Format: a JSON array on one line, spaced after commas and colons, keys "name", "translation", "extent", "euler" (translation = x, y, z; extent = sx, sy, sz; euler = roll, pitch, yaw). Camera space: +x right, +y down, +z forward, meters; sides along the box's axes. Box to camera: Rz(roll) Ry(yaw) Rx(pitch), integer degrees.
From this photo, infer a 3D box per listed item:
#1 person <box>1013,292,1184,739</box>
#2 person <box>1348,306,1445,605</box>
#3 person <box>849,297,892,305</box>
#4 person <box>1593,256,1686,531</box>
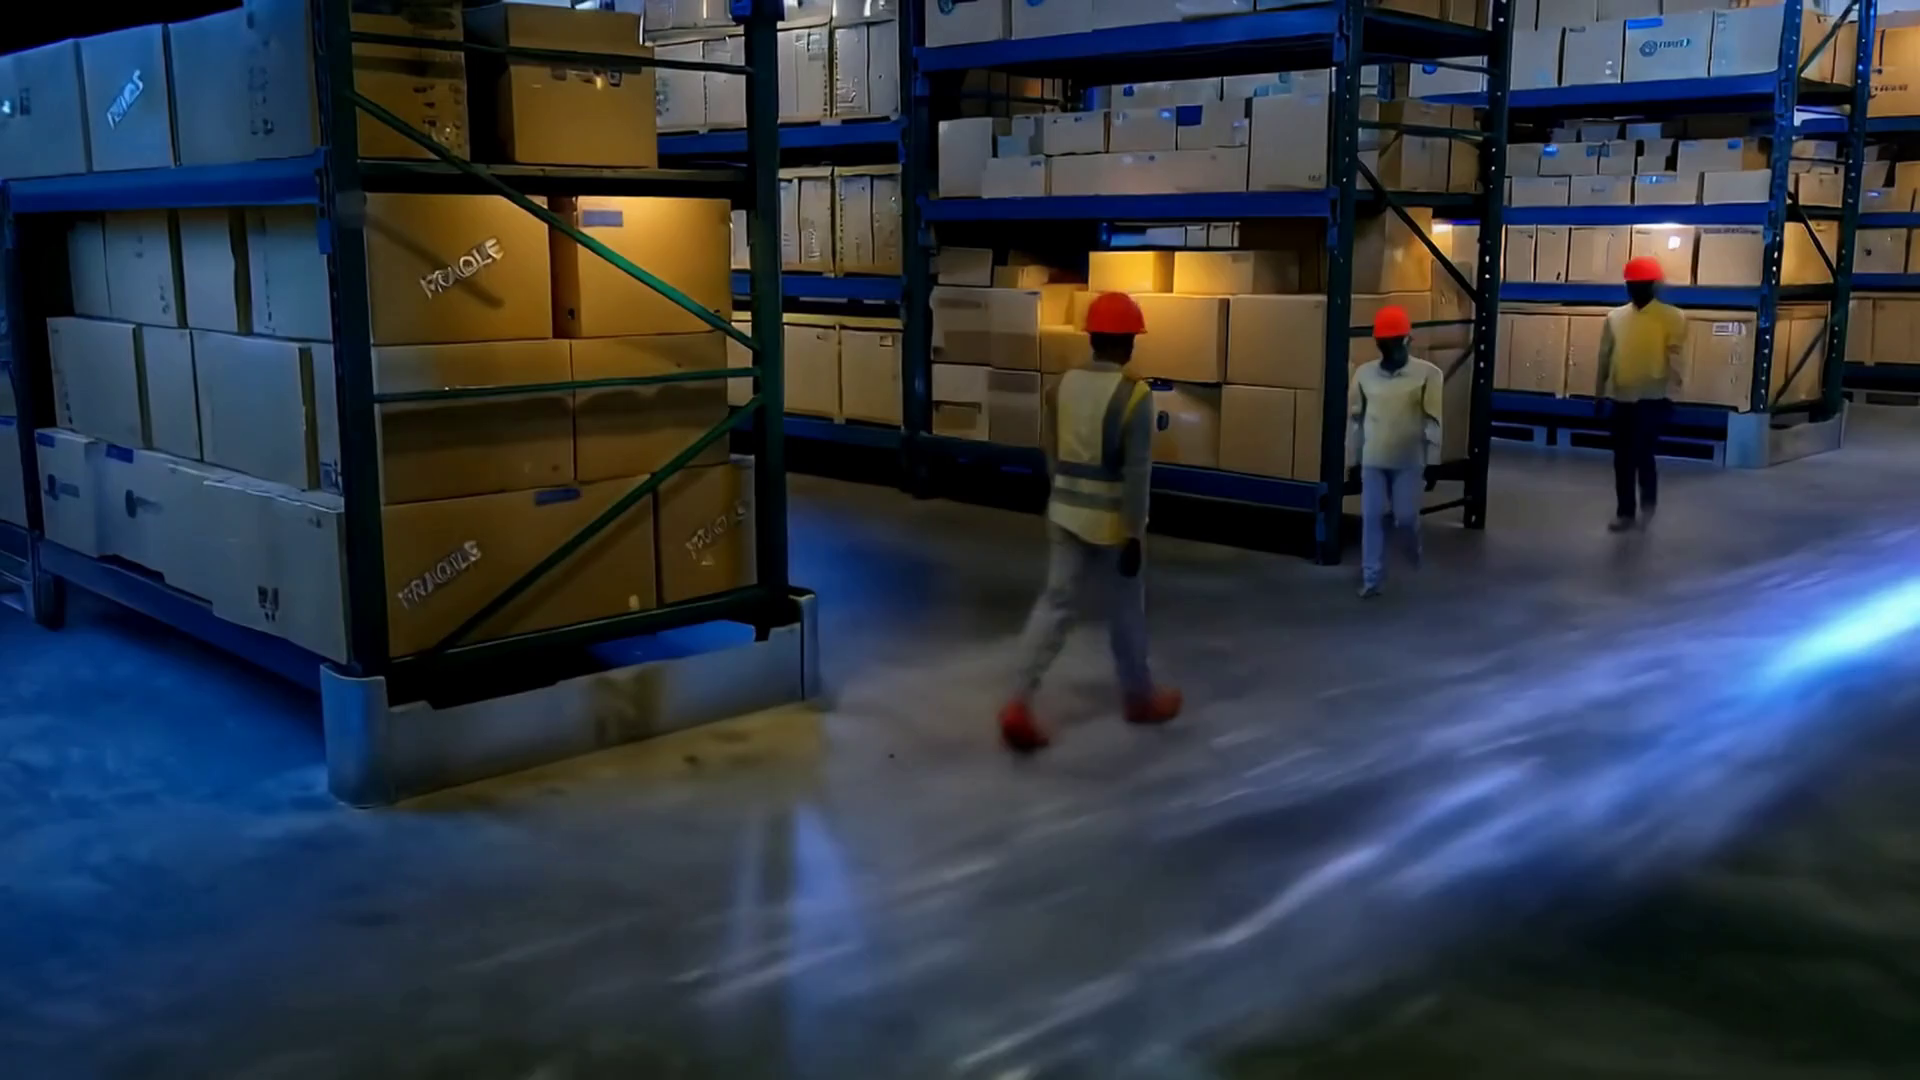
[{"name": "person", "translation": [0.577, -0.099, 7.089], "extent": [0.617, 1.899, 0.994], "euler": [10, 14, 43]}, {"name": "person", "translation": [2.544, -0.498, 9.694], "extent": [0.575, 1.731, 0.583], "euler": [7, 13, 35]}, {"name": "person", "translation": [-1.076, -2.475, 20.214], "extent": [0.631, 1.831, 0.591], "euler": [-9, 14, -41]}, {"name": "person", "translation": [4.837, -1.034, 11.932], "extent": [0.435, 1.979, 0.652], "euler": [-10, 14, -42]}]
